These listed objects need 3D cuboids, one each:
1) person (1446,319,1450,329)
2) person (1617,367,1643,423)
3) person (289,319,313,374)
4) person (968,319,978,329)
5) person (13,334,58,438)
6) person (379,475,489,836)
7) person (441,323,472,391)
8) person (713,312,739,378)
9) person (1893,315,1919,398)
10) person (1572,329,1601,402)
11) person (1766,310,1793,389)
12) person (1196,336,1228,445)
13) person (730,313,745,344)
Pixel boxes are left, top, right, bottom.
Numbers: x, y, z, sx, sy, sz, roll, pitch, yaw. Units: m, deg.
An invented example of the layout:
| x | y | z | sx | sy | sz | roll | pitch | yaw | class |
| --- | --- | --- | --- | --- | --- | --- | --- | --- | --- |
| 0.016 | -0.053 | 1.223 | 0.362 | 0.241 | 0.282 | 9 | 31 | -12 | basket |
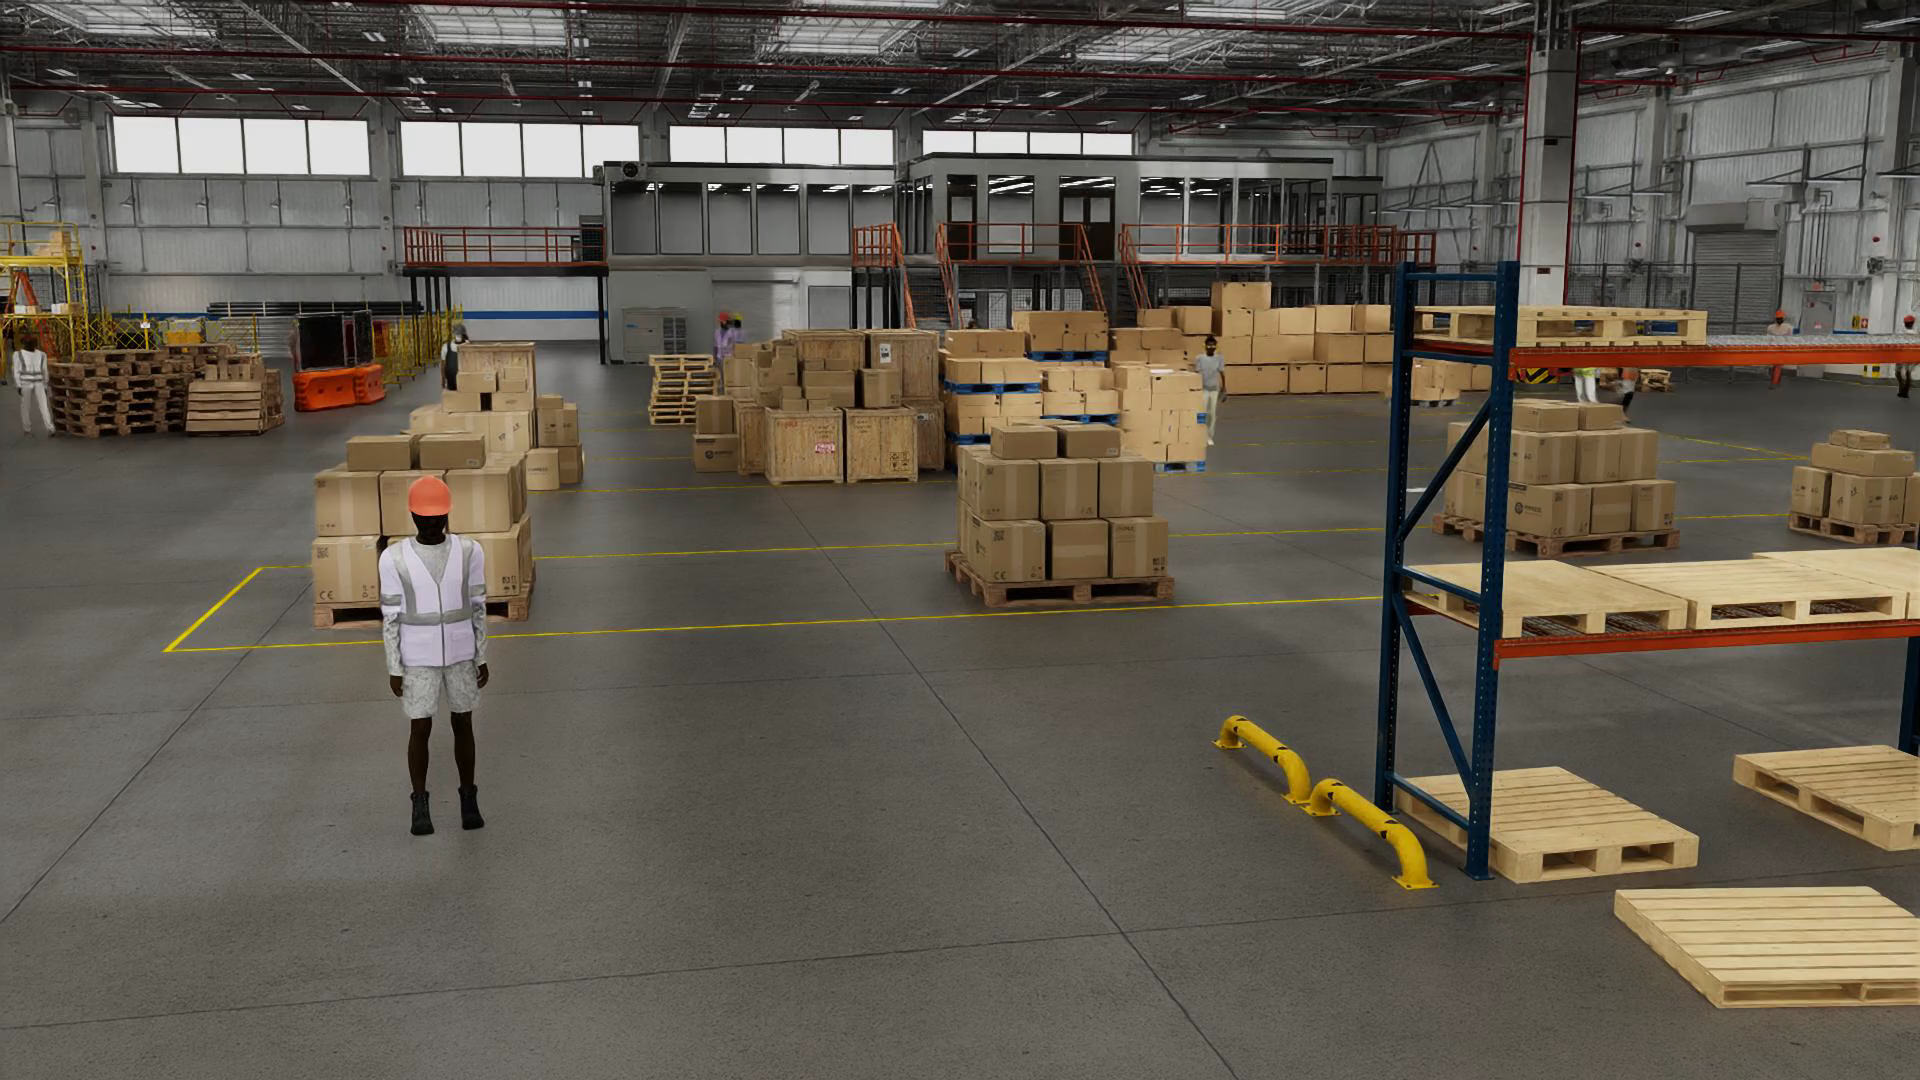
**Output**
| x | y | z | sx | sy | sz | roll | pitch | yaw | class |
| --- | --- | --- | --- | --- | --- | --- | --- | --- | --- |
| 13.565 | -5.461 | 45.747 | 0.394 | 1.945 | 0.614 | -4 | 10 | -25 | person |
| 12.948 | -3.097 | 32.129 | 0.538 | 1.682 | 0.432 | -7 | 12 | -36 | person |
| -16.152 | -4.540 | 40.817 | 0.578 | 1.717 | 0.786 | -6 | 11 | -33 | person |
| 0.220 | -3.760 | 35.478 | 0.767 | 1.916 | 0.638 | 8 | 12 | 41 | person |
| -16.265 | -2.690 | 29.200 | 0.986 | 1.831 | 0.598 | 8 | 13 | 42 | person |
| -2.763 | 0.612 | 8.807 | 0.539 | 1.929 | 0.392 | -5 | 10 | -27 | person |
| -9.102 | -2.984 | 30.363 | 0.687 | 2.000 | 0.831 | 0 | 9 | 0 | person |
| -5.173 | -4.014 | 36.708 | 0.611 | 2.028 | 0.451 | 5 | 11 | 28 | person |
| 21.795 | -4.220 | 38.281 | 0.546 | 1.923 | 0.393 | 1 | 9 | 7 | person |
| 12.166 | -3.192 | 32.352 | 0.436 | 1.818 | 0.634 | -6 | 11 | -34 | person |
| 20.297 | -4.725 | 41.269 | 0.637 | 1.951 | 1.009 | 9 | 13 | 43 | person |
| 4.228 | -2.506 | 28.044 | 0.541 | 1.849 | 0.551 | -1 | 9 | -4 | person |
| -5.387 | -4.595 | 40.657 | 0.941 | 1.881 | 0.611 | 8 | 12 | 40 | person |
